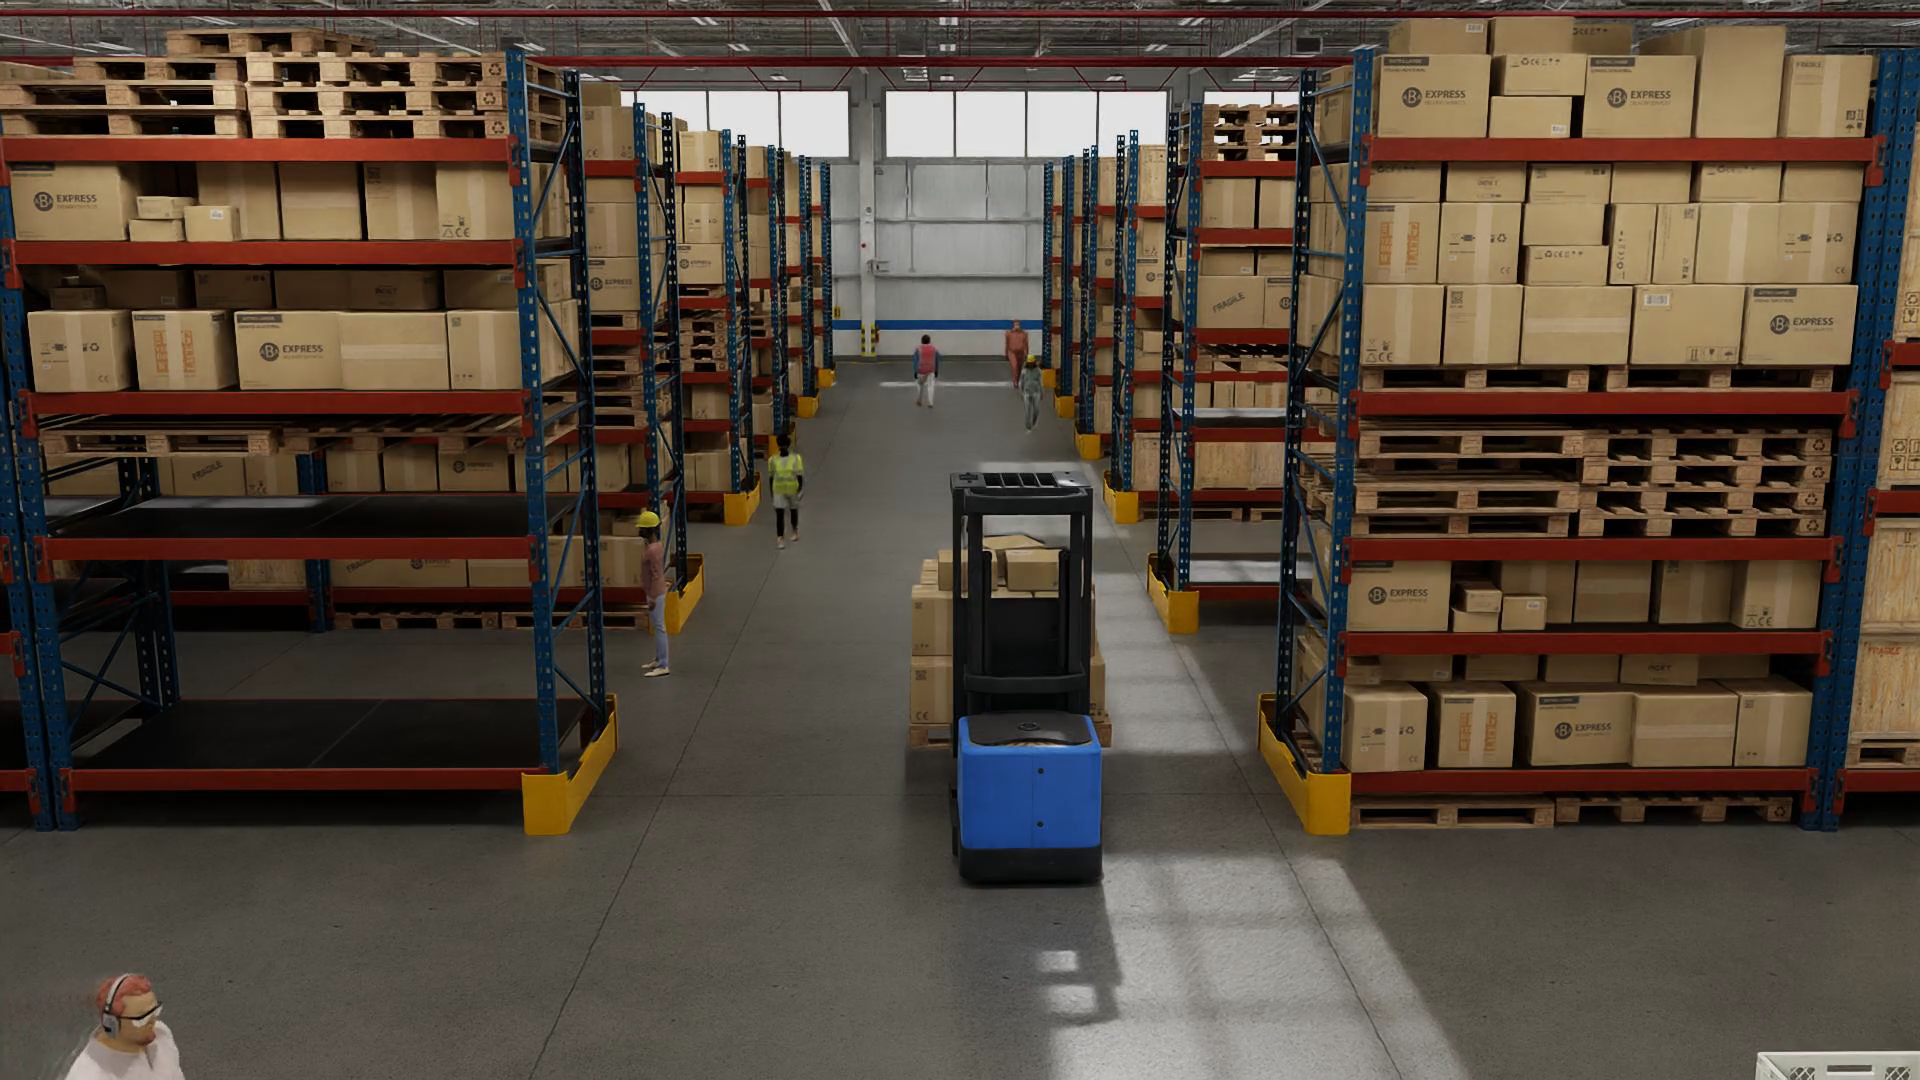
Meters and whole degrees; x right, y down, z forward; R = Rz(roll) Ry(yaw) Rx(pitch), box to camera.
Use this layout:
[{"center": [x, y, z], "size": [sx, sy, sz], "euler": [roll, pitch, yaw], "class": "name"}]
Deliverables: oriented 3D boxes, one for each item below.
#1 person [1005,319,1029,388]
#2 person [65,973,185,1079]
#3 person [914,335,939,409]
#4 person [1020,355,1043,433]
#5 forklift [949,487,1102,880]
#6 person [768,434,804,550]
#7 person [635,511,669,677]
[{"center": [1.559, -5.115, 45.550], "size": [0.673, 1.882, 0.661], "euler": [-1, 11, -5], "class": "person"}, {"center": [-3.365, 2.680, 6.895], "size": [0.434, 1.892, 0.646], "euler": [0, 11, 1], "class": "person"}, {"center": [-0.844, -4.160, 41.029], "size": [0.654, 1.786, 0.974], "euler": [-3, 12, -13], "class": "person"}, {"center": [1.561, -3.191, 36.379], "size": [0.508, 1.730, 0.368], "euler": [0, 11, -1], "class": "person"}, {"center": [0.495, 0.986, 12.813], "size": [1.129, 2.768, 1.873], "euler": [0, 11, -2], "class": "forklift"}, {"center": [-2.545, -0.736, 24.344], "size": [0.531, 1.673, 0.761], "euler": [-1, 11, -3], "class": "person"}, {"center": [-3.269, 0.567, 17.665], "size": [0.311, 1.768, 0.532], "euler": [-3, 12, -14], "class": "person"}]
